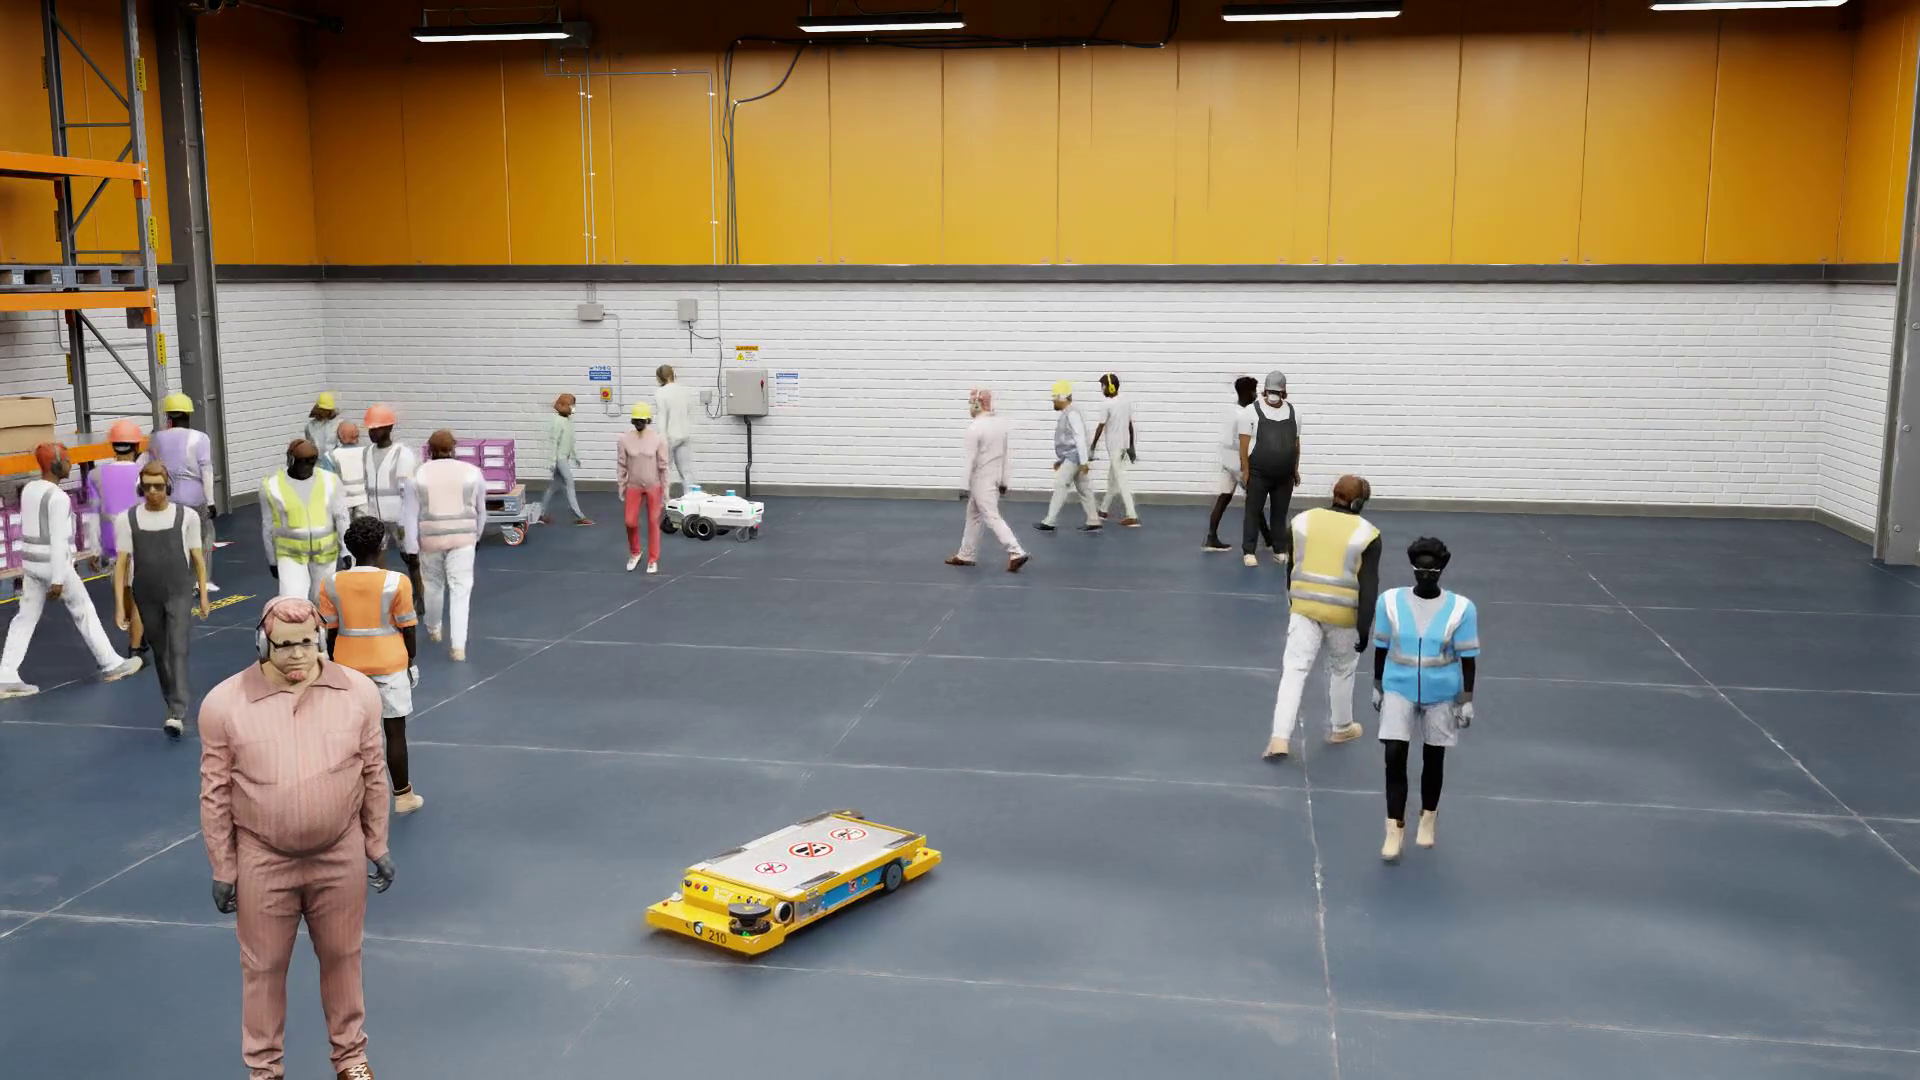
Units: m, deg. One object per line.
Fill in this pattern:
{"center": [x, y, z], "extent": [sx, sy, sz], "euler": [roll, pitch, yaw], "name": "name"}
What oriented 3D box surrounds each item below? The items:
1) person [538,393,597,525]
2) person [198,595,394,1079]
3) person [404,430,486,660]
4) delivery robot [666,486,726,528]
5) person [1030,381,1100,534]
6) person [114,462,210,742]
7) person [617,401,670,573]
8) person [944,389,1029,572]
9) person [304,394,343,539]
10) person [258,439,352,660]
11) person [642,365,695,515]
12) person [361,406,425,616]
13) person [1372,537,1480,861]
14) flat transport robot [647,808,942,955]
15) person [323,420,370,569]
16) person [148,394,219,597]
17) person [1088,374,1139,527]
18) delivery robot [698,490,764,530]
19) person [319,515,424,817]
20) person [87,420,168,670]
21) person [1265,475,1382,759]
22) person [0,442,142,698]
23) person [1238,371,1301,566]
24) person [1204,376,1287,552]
{"center": [-4.787, -0.965, 19.950], "extent": [0.769, 1.596, 0.529], "euler": [0, 9, 2], "name": "person"}
{"center": [-2.356, 1.134, 5.962], "extent": [0.639, 1.905, 0.407], "euler": [-5, 11, -31], "name": "person"}
{"center": [-4.094, 0.015, 13.255], "extent": [0.626, 1.782, 1.002], "euler": [-3, 10, -19], "name": "person"}
{"center": [-3.045, -0.384, 19.258], "extent": [0.477, 0.478, 0.707], "euler": [8, 12, 43], "name": "delivery robot"}
{"center": [1.216, -0.949, 19.253], "extent": [0.902, 1.778, 0.598], "euler": [0, 9, -1], "name": "person"}
{"center": [-5.208, 0.400, 10.824], "extent": [0.532, 1.795, 0.967], "euler": [-3, 10, -16], "name": "person"}
{"center": [-3.178, -0.522, 16.710], "extent": [0.543, 1.748, 0.424], "euler": [0, 9, -2], "name": "person"}
{"center": [0.283, -0.606, 16.906], "extent": [0.996, 1.863, 0.647], "euler": [5, 10, 29], "name": "person"}
{"center": [-7.057, -0.780, 18.496], "extent": [0.485, 1.683, 0.905], "euler": [0, 9, -1], "name": "person"}
{"center": [-4.963, 0.117, 12.649], "extent": [0.616, 1.794, 0.911], "euler": [-6, 11, -31], "name": "person"}
{"center": [-3.627, -1.229, 20.672], "extent": [0.917, 1.879, 0.646], "euler": [6, 11, 35], "name": "person"}
{"center": [-4.962, -0.203, 14.291], "extent": [0.572, 1.884, 0.972], "euler": [4, 10, 21], "name": "person"}
{"center": [2.374, 0.822, 8.561], "extent": [0.549, 1.670, 0.692], "euler": [3, 10, 20], "name": "person"}
{"center": [-0.766, 1.613, 8.038], "extent": [0.652, 0.197, 1.431], "euler": [6, 11, 35], "name": "flat transport robot"}
{"center": [-5.858, -0.354, 16.093], "extent": [0.525, 1.610, 0.751], "euler": [-5, 10, -28], "name": "person"}
{"center": [-7.189, -0.407, 15.489], "extent": [0.623, 1.905, 0.611], "euler": [0, 9, 1], "name": "person"}
{"center": [1.825, -1.087, 20.027], "extent": [0.955, 1.811, 0.510], "euler": [8, 12, 41], "name": "person"}
{"center": [-2.595, -0.321, 18.869], "extent": [0.707, 0.478, 0.477], "euler": [3, 9, 16], "name": "delivery robot"}
{"center": [-3.262, 0.709, 9.238], "extent": [0.535, 1.697, 0.318], "euler": [0, 9, -2], "name": "person"}
{"center": [-6.394, 0.015, 12.927], "extent": [0.567, 1.890, 0.958], "euler": [-1, 9, -7], "name": "person"}
{"center": [2.293, 0.488, 10.421], "extent": [0.641, 1.782, 0.958], "euler": [5, 11, 30], "name": "person"}
{"center": [-6.552, 0.204, 12.032], "extent": [0.577, 1.823, 1.046], "euler": [6, 11, 31], "name": "person"}
{"center": [3.228, -0.741, 17.168], "extent": [0.672, 2.000, 0.536], "euler": [-2, 9, -11], "name": "person"}
{"center": [3.105, -0.819, 18.035], "extent": [0.984, 1.909, 0.630], "euler": [-2, 9, -15], "name": "person"}
